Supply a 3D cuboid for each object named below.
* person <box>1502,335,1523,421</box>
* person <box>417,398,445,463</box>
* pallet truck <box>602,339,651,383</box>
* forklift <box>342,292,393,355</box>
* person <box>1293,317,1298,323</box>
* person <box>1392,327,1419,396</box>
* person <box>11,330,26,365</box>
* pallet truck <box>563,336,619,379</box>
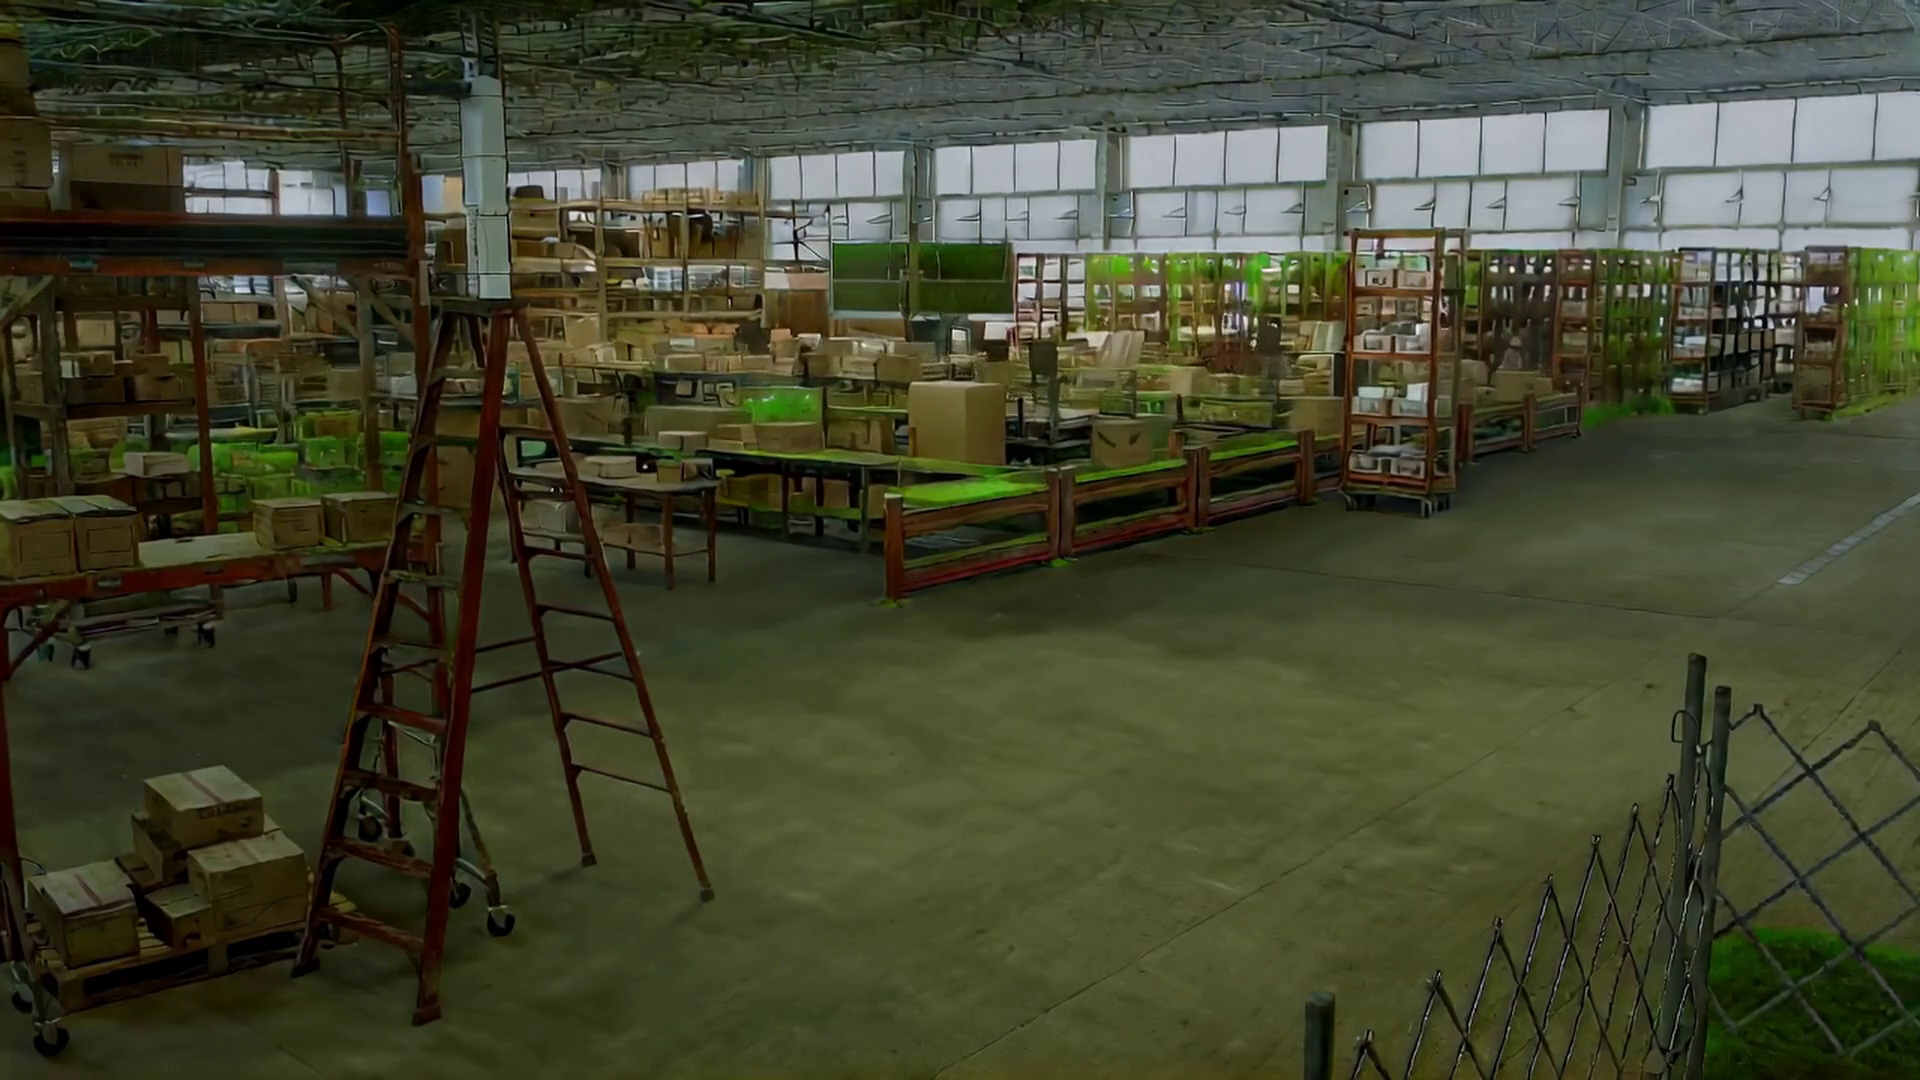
[{"bbox_3d":[11.275,-3.330,34.197,0.789,1.798,0.623,8,12,42],"label":"person"},{"bbox_3d":[-8.509,-2.082,26.648,0.565,1.720,0.638,1,9,4],"label":"person"},{"bbox_3d":[-8.991,-4.871,45.351,0.653,1.274,1.630,7,11,37],"label":"pallet truck"},{"bbox_3d":[-16.485,-5.622,45.120,1.129,2.768,1.873,7,11,37],"label":"forklift"},{"bbox_3d":[10.263,-6.052,50.604,0.415,1.985,0.611,7,11,36],"label":"person"},{"bbox_3d":[9.895,-3.751,36.589,0.674,1.859,0.950,-9,12,-43],"label":"person"},{"bbox_3d":[-24.244,-4.585,42.665,0.880,1.584,0.498,3,10,20],"label":"person"},{"bbox_3d":[-10.690,-5.294,48.215,1.601,1.201,0.680,-5,10,-26],"label":"pallet truck"}]
